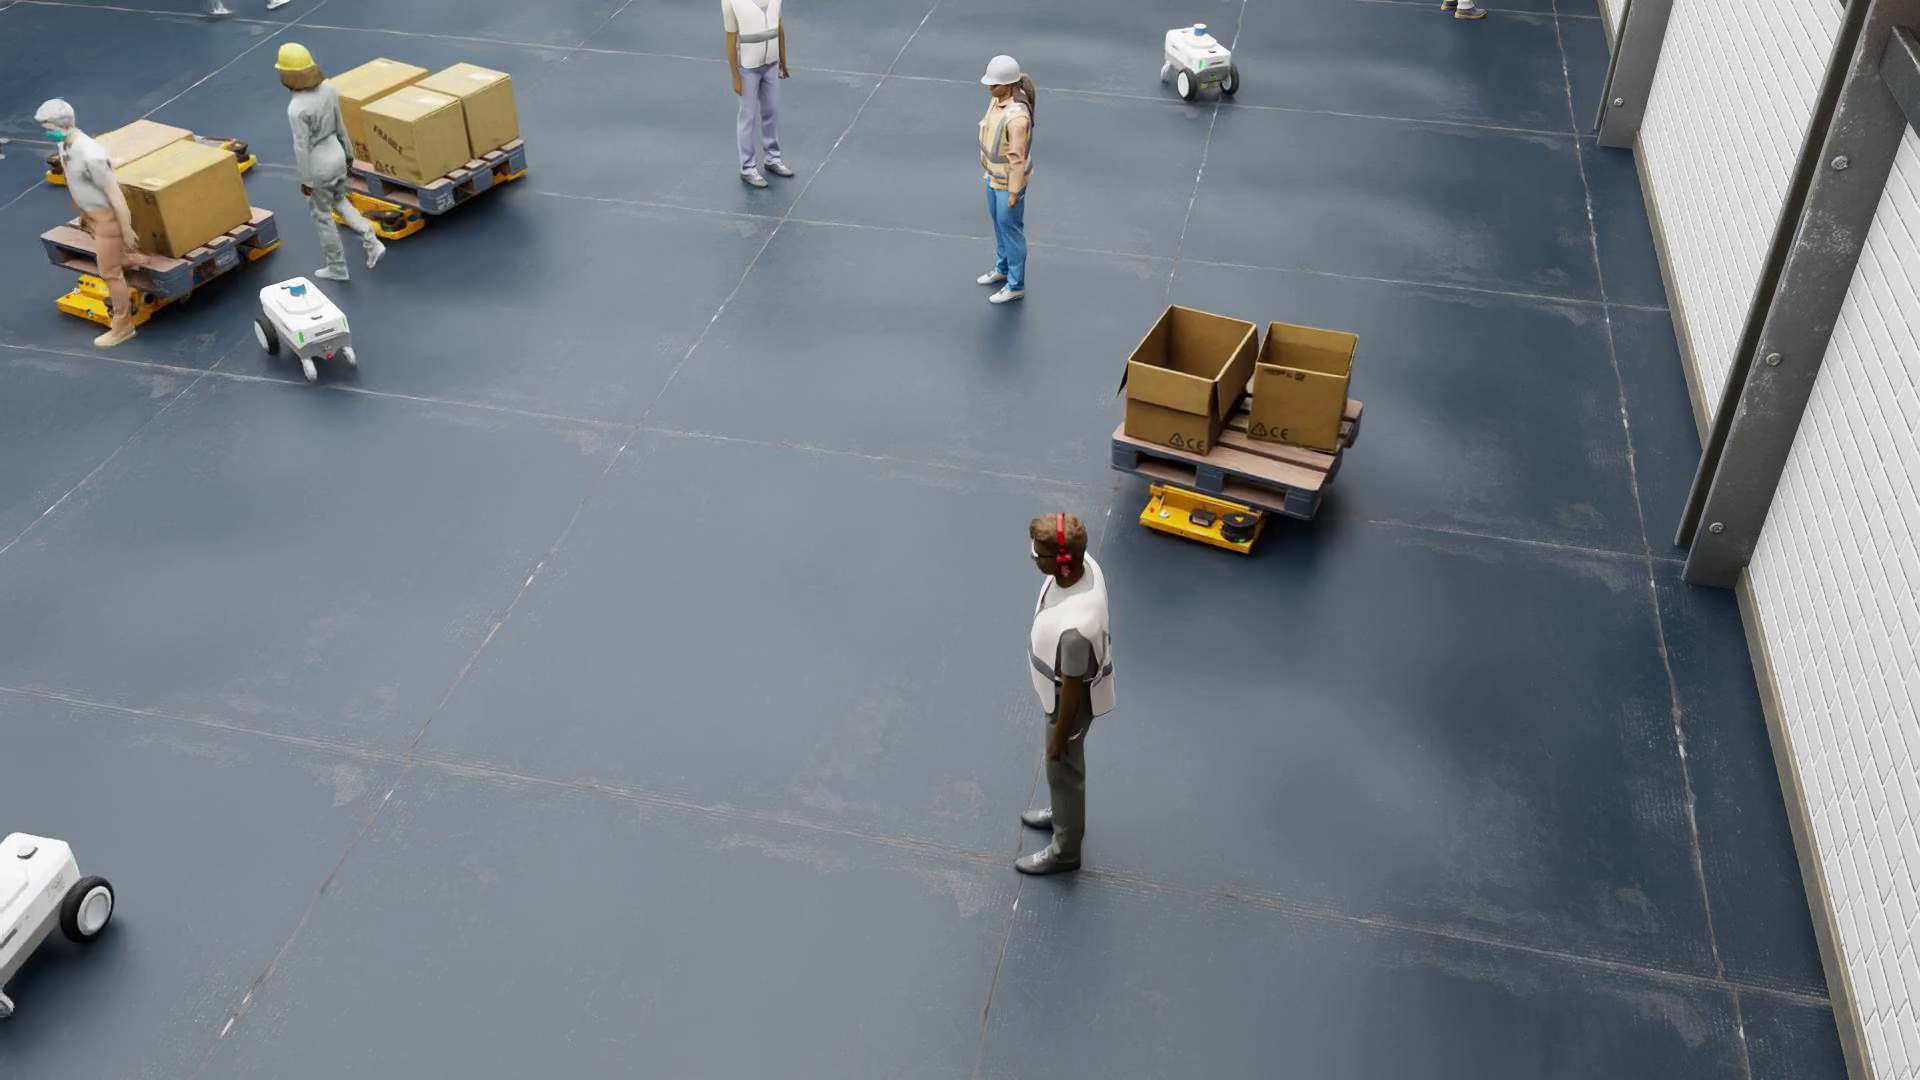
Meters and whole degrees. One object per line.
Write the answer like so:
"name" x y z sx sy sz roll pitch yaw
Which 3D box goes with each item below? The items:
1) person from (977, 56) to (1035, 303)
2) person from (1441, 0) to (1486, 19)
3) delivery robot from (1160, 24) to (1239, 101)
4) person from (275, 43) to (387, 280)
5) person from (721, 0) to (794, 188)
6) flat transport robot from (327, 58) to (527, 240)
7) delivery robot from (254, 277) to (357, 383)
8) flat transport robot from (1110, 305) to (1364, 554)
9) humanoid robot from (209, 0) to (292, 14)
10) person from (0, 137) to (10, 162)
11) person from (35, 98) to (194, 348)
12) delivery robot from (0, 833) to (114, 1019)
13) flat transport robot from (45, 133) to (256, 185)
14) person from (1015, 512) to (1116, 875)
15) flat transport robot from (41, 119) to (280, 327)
"person" 0.317 -2.454 11.290 0.377 1.723 0.493 -10 38 -14
"person" 4.930 -5.949 15.830 0.337 1.882 0.581 -9 38 -12
"delivery robot" 2.102 -4.212 14.626 0.500 0.607 0.778 -12 39 -16
"person" -4.369 -2.582 11.450 0.464 1.725 0.518 10 38 14
"person" -1.562 -3.651 12.798 0.402 1.841 0.565 29 45 33
"flat transport robot" -4.101 -2.736 12.880 0.659 0.231 1.431 19 41 24
"delivery robot" -4.282 -1.423 10.888 0.499 0.600 0.802 -26 44 -30
"flat transport robot" 1.618 -0.444 9.813 0.659 0.231 1.431 16 40 21
"humanoid robot" -7.002 -5.799 15.781 1.002 1.757 0.547 -31 47 -34
"person" -7.913 -3.871 13.112 0.437 1.819 0.597 -12 38 -15
"person" -5.513 -2.123 10.857 0.520 1.701 0.728 30 46 34
"delivery robot" -3.957 1.571 6.894 0.499 0.614 0.785 8 37 10
"flat transport robot" -6.440 -3.001 13.235 1.431 0.231 0.659 6 37 8
"person" 0.455 0.655 7.039 0.406 1.834 0.563 1 37 1
"flat transport robot" -5.614 -1.944 11.820 0.659 0.231 1.431 16 40 21
